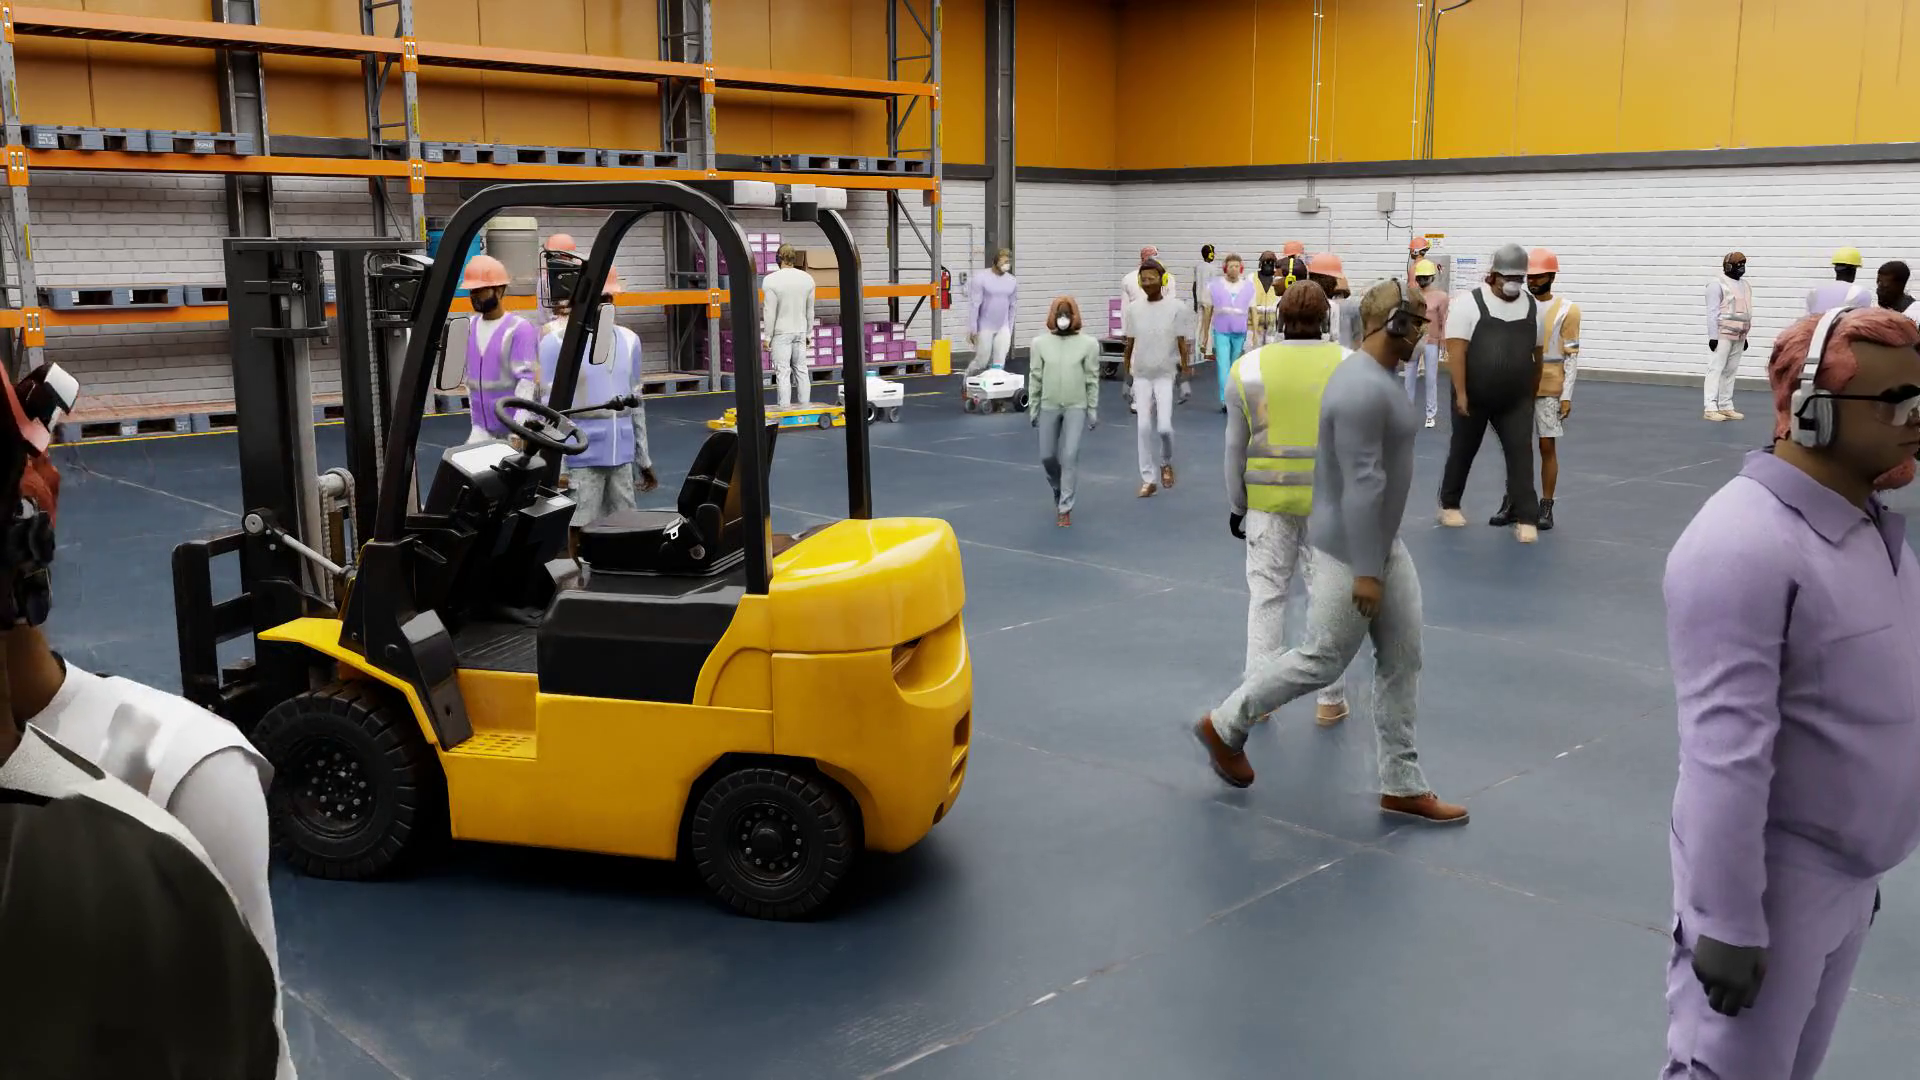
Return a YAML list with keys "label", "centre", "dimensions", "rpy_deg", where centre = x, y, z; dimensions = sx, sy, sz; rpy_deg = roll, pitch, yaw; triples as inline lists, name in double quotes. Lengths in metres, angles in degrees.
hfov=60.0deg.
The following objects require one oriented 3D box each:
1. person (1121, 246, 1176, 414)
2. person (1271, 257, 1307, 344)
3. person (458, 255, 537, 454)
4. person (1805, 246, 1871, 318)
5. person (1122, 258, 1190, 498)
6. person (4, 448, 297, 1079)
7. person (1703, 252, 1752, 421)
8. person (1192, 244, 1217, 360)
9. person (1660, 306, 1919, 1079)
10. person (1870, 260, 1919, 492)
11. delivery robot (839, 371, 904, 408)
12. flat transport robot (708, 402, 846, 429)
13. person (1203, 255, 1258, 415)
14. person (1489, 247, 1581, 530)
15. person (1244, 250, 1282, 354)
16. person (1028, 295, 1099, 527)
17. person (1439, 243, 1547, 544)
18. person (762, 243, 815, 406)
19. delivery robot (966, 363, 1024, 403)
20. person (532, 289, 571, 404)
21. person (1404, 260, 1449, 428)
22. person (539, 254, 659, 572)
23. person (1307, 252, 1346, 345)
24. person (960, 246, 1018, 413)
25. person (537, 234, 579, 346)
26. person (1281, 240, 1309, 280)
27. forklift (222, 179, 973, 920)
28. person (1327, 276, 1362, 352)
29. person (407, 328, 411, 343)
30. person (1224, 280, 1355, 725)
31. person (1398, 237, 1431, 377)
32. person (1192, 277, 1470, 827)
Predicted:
- label: "person"
  centre: [2.148, -2.376, 18.881]
  dimensions: [0.638, 1.904, 0.402]
  rpy_deg: [3, 11, 17]
- label: "person"
  centre: [2.303, -1.053, 11.754]
  dimensions: [0.328, 1.872, 0.508]
  rpy_deg: [2, 11, 10]
- label: "person"
  centre: [-2.714, -0.657, 9.505]
  dimensions: [0.574, 1.896, 0.930]
  rpy_deg: [5, 12, 27]
- label: "person"
  centre: [7.941, -1.688, 15.065]
  dimensions: [0.385, 1.925, 0.606]
  rpy_deg: [-6, 12, -28]
- label: "person"
  centre: [1.514, -1.249, 12.873]
  dimensions: [0.544, 1.848, 0.444]
  rpy_deg: [4, 11, 20]
- label: "person"
  centre: [-0.967, 0.780, 1.751]
  dimensions: [0.593, 1.867, 0.421]
  rpy_deg: [4, 11, 19]
- label: "person"
  centre: [8.437, -2.230, 18.248]
  dimensions: [0.627, 1.844, 0.429]
  rpy_deg: [-6, 12, -31]
- label: "person"
  centre: [3.996, -3.855, 27.031]
  dimensions: [0.335, 1.873, 0.519]
  rpy_deg: [-8, 13, -36]
- label: "person"
  centre: [1.422, 0.572, 2.818]
  dimensions: [0.404, 1.914, 0.655]
  rpy_deg: [10, 14, 43]
- label: "person"
  centre: [7.009, -1.133, 12.261]
  dimensions: [0.996, 1.859, 0.620]
  rpy_deg: [-2, 11, -8]
- label: "delivery robot"
  centre: [-0.954, -1.581, 17.964]
  dimensions: [0.707, 0.478, 0.477]
  rpy_deg: [-8, 13, -39]
- label: "flat transport robot"
  centre: [-1.854, -1.288, 17.397]
  dimensions: [1.431, 0.197, 0.652]
  rpy_deg: [-9, 13, -39]
- label: "person"
  centre: [3.081, -2.320, 18.844]
  dimensions: [0.593, 1.794, 0.979]
  rpy_deg: [0, 10, -1]
- label: "person"
  centre: [3.966, -1.040, 11.495]
  dimensions: [0.549, 1.937, 0.358]
  rpy_deg: [8, 13, 37]
- label: "person"
  centre: [3.662, -2.546, 19.973]
  dimensions: [0.623, 1.844, 0.429]
  rpy_deg: [2, 11, 9]
- label: "person"
  centre: [0.735, -0.925, 11.744]
  dimensions: [0.502, 1.615, 0.588]
  rpy_deg: [2, 11, 13]
- label: "person"
  centre: [3.612, -1.049, 11.262]
  dimensions: [0.693, 2.000, 0.912]
  rpy_deg: [0, 10, 2]
- label: "person"
  centre: [-1.824, -2.170, 17.655]
  dimensions: [0.633, 1.939, 0.368]
  rpy_deg: [-9, 14, -39]
- label: "delivery robot"
  centre: [0.402, -1.779, 19.041]
  dimensions: [0.477, 0.478, 0.707]
  rpy_deg: [10, 14, 44]
- label: "person"
  centre: [-3.175, -1.183, 13.131]
  dimensions: [0.663, 1.612, 0.540]
  rpy_deg: [5, 12, 26]
- label: "person"
  centre: [4.874, -2.066, 17.564]
  dimensions: [0.533, 1.766, 0.317]
  rpy_deg: [6, 12, 31]
- label: "person"
  centre: [-1.739, -0.399, 8.041]
  dimensions: [0.434, 1.933, 0.582]
  rpy_deg: [10, 14, 43]
- label: "person"
  centre: [2.649, -1.189, 12.415]
  dimensions: [0.565, 1.893, 0.848]
  rpy_deg: [-9, 14, -40]
- label: "person"
  centre: [0.334, -2.430, 19.185]
  dimensions: [0.671, 1.895, 0.811]
  rpy_deg: [-6, 12, -30]
- label: "person"
  centre: [-3.560, -1.701, 14.840]
  dimensions: [0.392, 2.034, 0.605]
  rpy_deg: [-5, 11, -24]
- label: "person"
  centre: [4.606, -3.050, 22.424]
  dimensions: [0.726, 1.968, 0.635]
  rpy_deg: [-3, 11, -14]
- label: "forklift"
  centre: [-1.114, -0.058, 5.440]
  dimensions: [2.313, 2.155, 1.214]
  rpy_deg: [2, 11, 13]
- label: "person"
  centre: [3.866, -1.906, 17.047]
  dimensions: [0.498, 1.633, 0.282]
  rpy_deg: [-1, 10, -6]
- label: "person"
  centre: [-4.521, -1.166, 13.002]
  dimensions: [0.514, 1.639, 0.310]
  rpy_deg: [1, 10, 5]
- label: "person"
  centre: [1.403, -0.145, 6.882]
  dimensions: [0.627, 1.844, 0.429]
  rpy_deg: [2, 11, 13]
- label: "person"
  centre: [6.560, -3.341, 23.889]
  dimensions: [0.382, 1.995, 0.612]
  rpy_deg: [7, 13, 35]
- label: "person"
  centre: [1.314, 0.032, 5.809]
  dimensions: [0.939, 1.890, 0.645]
  rpy_deg: [5, 12, 26]
